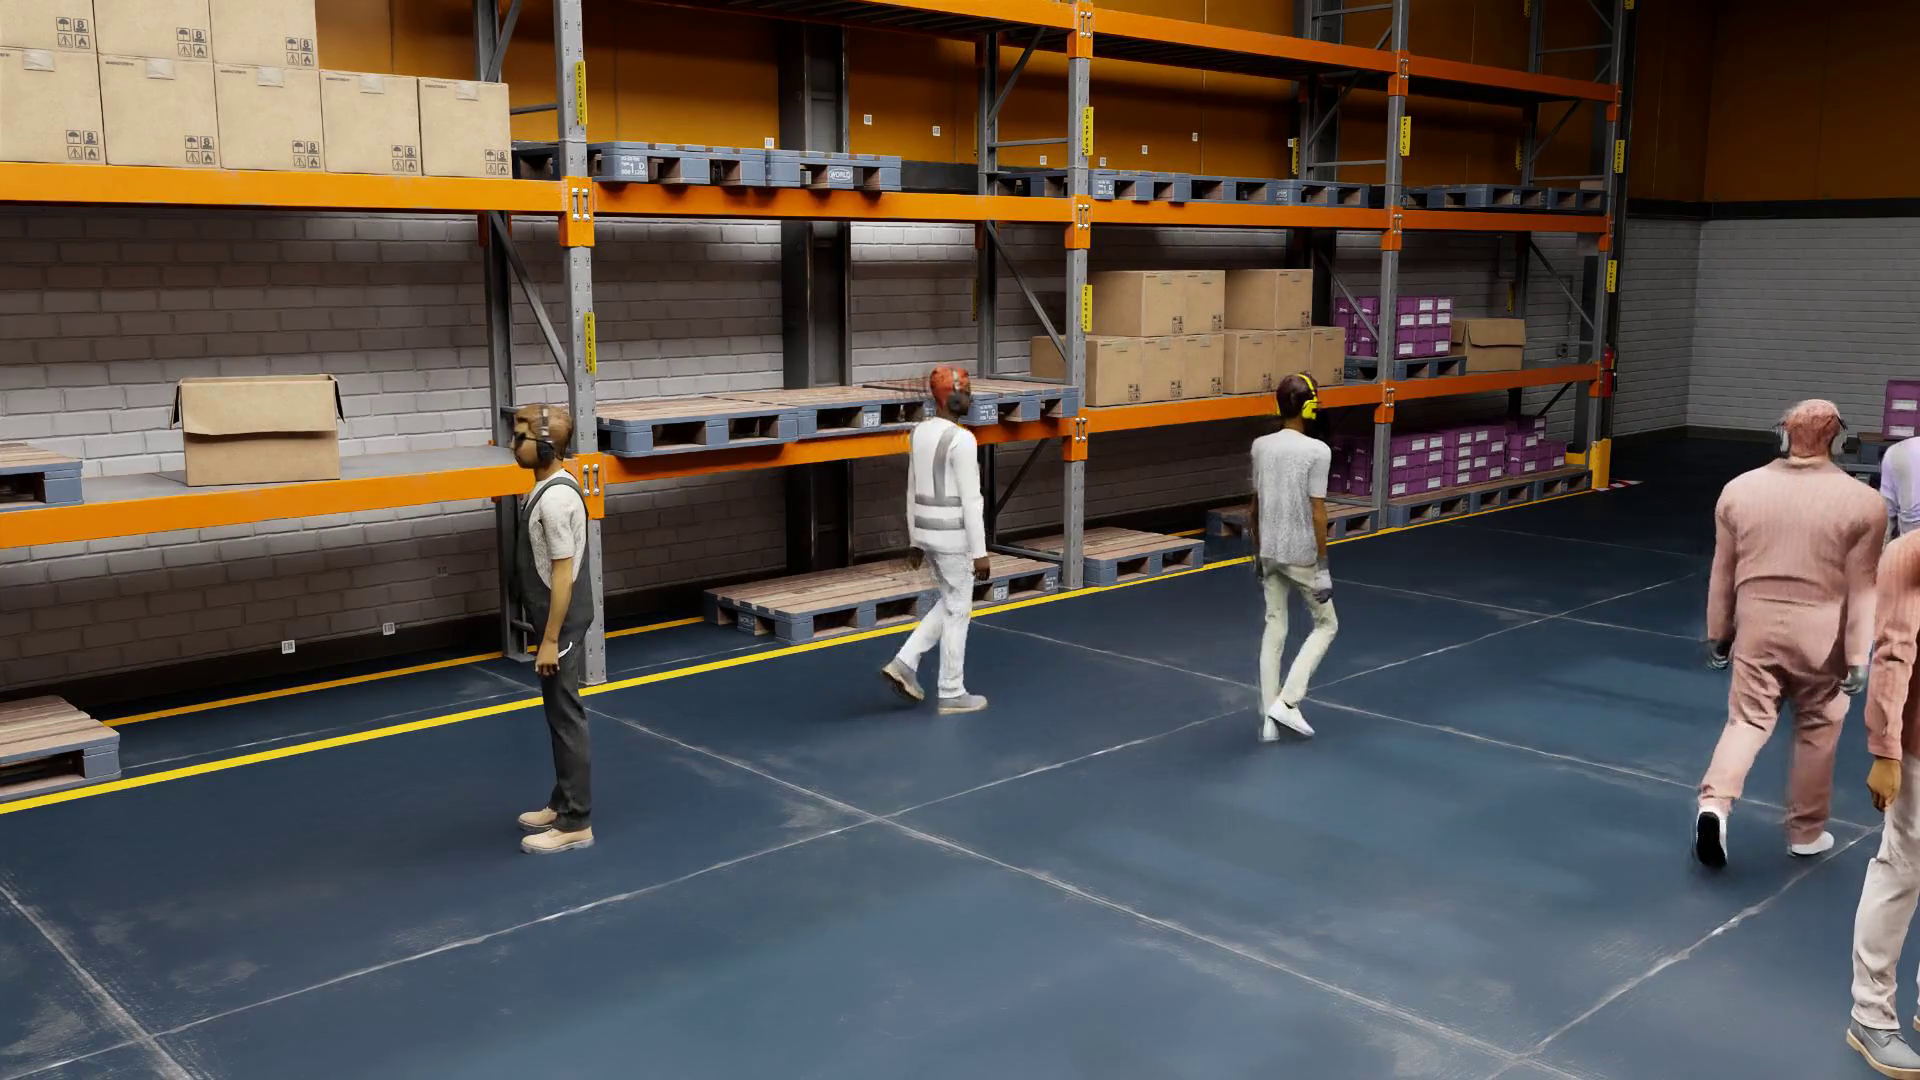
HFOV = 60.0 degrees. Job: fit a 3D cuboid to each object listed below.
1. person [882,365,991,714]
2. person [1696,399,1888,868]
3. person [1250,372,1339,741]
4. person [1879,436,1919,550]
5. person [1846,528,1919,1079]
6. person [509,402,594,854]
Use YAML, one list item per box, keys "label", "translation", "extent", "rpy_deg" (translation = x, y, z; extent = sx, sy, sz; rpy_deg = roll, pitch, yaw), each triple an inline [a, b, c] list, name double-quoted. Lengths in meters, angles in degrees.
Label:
- label: "person"
  translation: [-0.082, 0.013, 8.762]
  extent: [0.476, 1.868, 0.581]
  rpy_deg: [-5, 11, -25]
- label: "person"
  translation: [3.250, 0.388, 6.565]
  extent: [0.821, 1.882, 0.656]
  rpy_deg: [-9, 13, -43]
- label: "person"
  translation: [1.678, 0.095, 8.321]
  extent: [0.400, 1.855, 0.561]
  rpy_deg: [-8, 12, -39]
- label: "person"
  translation: [4.695, 0.134, 7.924]
  extent: [0.622, 1.908, 0.531]
  rpy_deg: [9, 13, 41]
- label: "person"
  translation: [2.966, 0.606, 4.933]
  extent: [0.622, 1.990, 0.388]
  rpy_deg: [-3, 10, -16]
- label: "person"
  translation: [-1.676, 0.356, 6.826]
  extent: [0.345, 1.847, 0.508]
  rpy_deg: [-3, 10, -15]
